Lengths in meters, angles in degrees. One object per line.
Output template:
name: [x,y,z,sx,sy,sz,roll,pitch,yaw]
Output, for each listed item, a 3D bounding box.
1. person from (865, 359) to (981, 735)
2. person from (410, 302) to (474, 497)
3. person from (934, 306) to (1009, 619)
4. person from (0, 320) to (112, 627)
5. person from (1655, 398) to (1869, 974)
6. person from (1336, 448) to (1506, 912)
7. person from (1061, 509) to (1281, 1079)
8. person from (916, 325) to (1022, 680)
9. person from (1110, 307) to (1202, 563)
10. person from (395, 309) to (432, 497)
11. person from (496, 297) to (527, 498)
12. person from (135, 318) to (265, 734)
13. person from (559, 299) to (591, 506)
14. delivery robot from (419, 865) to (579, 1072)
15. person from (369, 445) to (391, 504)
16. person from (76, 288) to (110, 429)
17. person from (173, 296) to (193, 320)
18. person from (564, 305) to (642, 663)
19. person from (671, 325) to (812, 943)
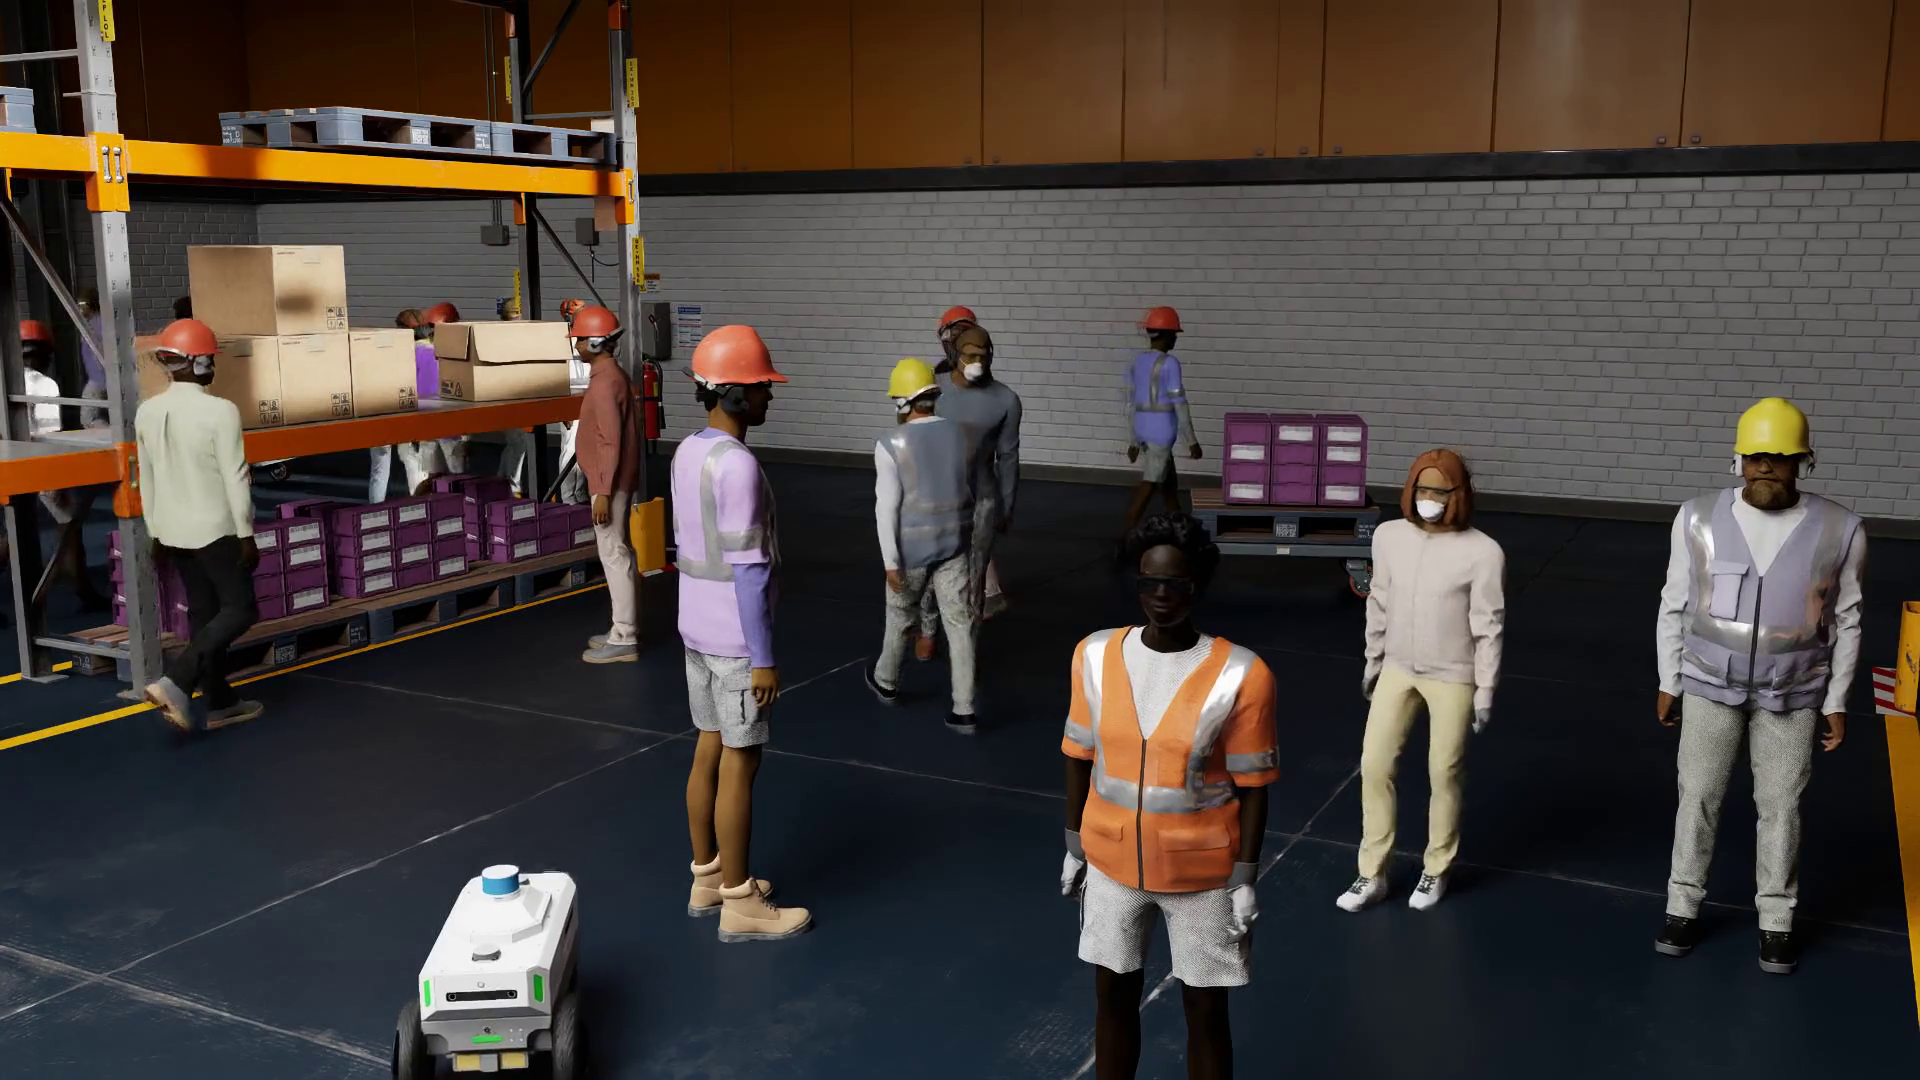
person: [-0.170,0.012,8.072,0.594,1.771,0.979,-5,11,-25]
person: [-3.976,-0.841,12.618,0.555,1.915,0.711,4,11,24]
person: [0.089,-0.493,10.527,0.671,1.944,0.687,5,11,27]
person: [-5.768,-0.411,10.253,0.603,1.883,0.920,5,11,28]
person: [2.532,0.460,5.314,0.590,1.833,0.403,5,11,27]
person: [1.557,0.501,5.658,0.531,1.615,0.557,8,13,40]
person: [0.476,0.767,3.922,0.535,1.700,0.318,5,11,27]
person: [-0.002,-0.205,8.953,0.652,1.911,0.615,-1,10,-7]
person: [1.499,-0.770,12.297,0.959,1.893,0.553,-3,10,-19]
person: [-4.602,-1.050,14.127,0.506,1.816,0.684,-3,10,-19]
person: [-4.024,-1.215,14.846,0.545,1.898,0.674,3,10,18]
person: [-3.593,-0.044,7.794,0.628,1.981,0.648,4,11,24]
person: [-3.331,-1.142,14.449,0.355,1.883,0.575,1,10,7]
delivery robot: [-1.285,1.160,4.688,0.477,0.478,0.707,-1,10,-6]
person: [-4.646,-0.833,13.377,0.284,1.633,0.498,-4,11,-23]
person: [-8.743,-1.593,16.932,0.463,1.923,0.635,-4,11,-21]
person: [-8.294,-1.730,18.042,0.433,1.821,0.782,-7,12,-34]
person: [-1.983,-0.311,9.310,0.396,1.992,0.622,-1,10,-5]
person: [-0.746,0.311,5.564,0.378,2.045,0.605,-5,11,-28]
